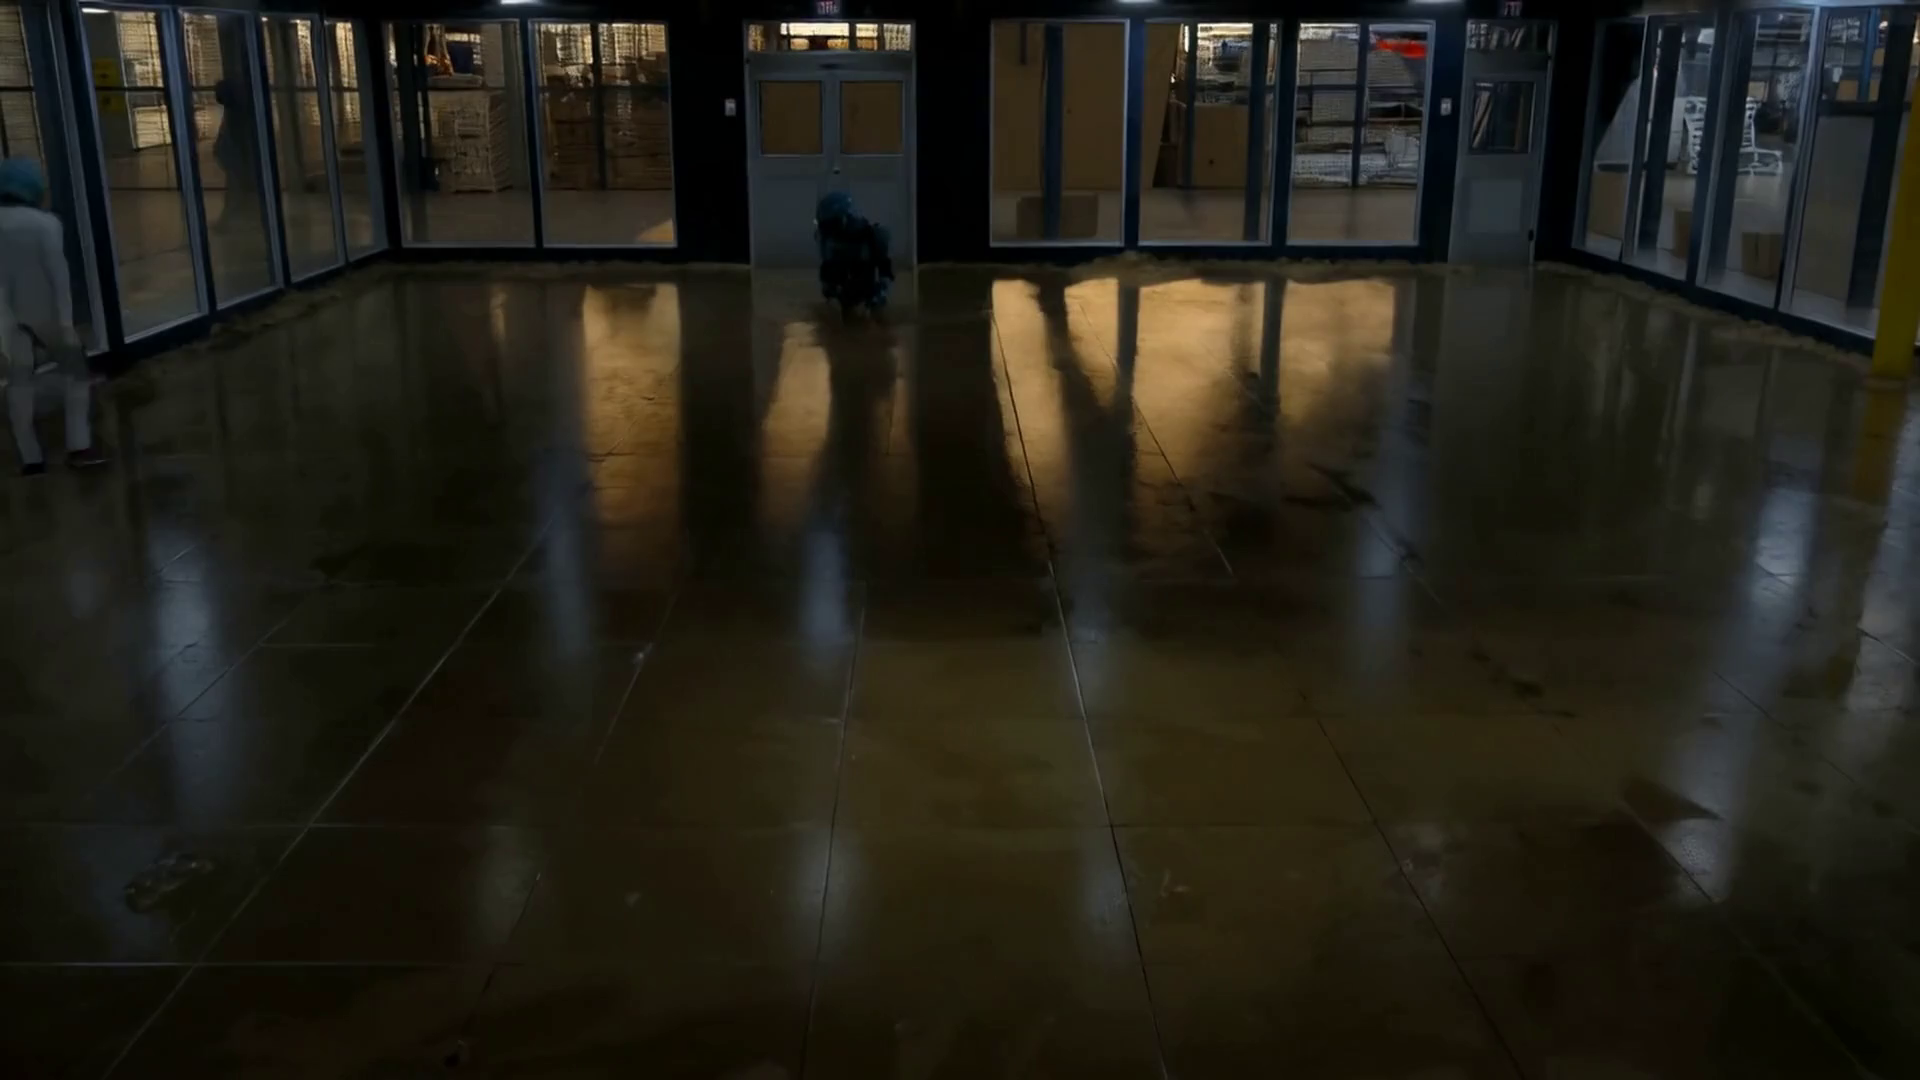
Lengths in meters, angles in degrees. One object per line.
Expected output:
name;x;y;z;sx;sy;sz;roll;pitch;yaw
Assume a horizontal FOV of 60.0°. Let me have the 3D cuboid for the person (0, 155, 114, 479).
person;-4.685;-1.134;8.470;0.519;1.612;0.543;3;17;11
